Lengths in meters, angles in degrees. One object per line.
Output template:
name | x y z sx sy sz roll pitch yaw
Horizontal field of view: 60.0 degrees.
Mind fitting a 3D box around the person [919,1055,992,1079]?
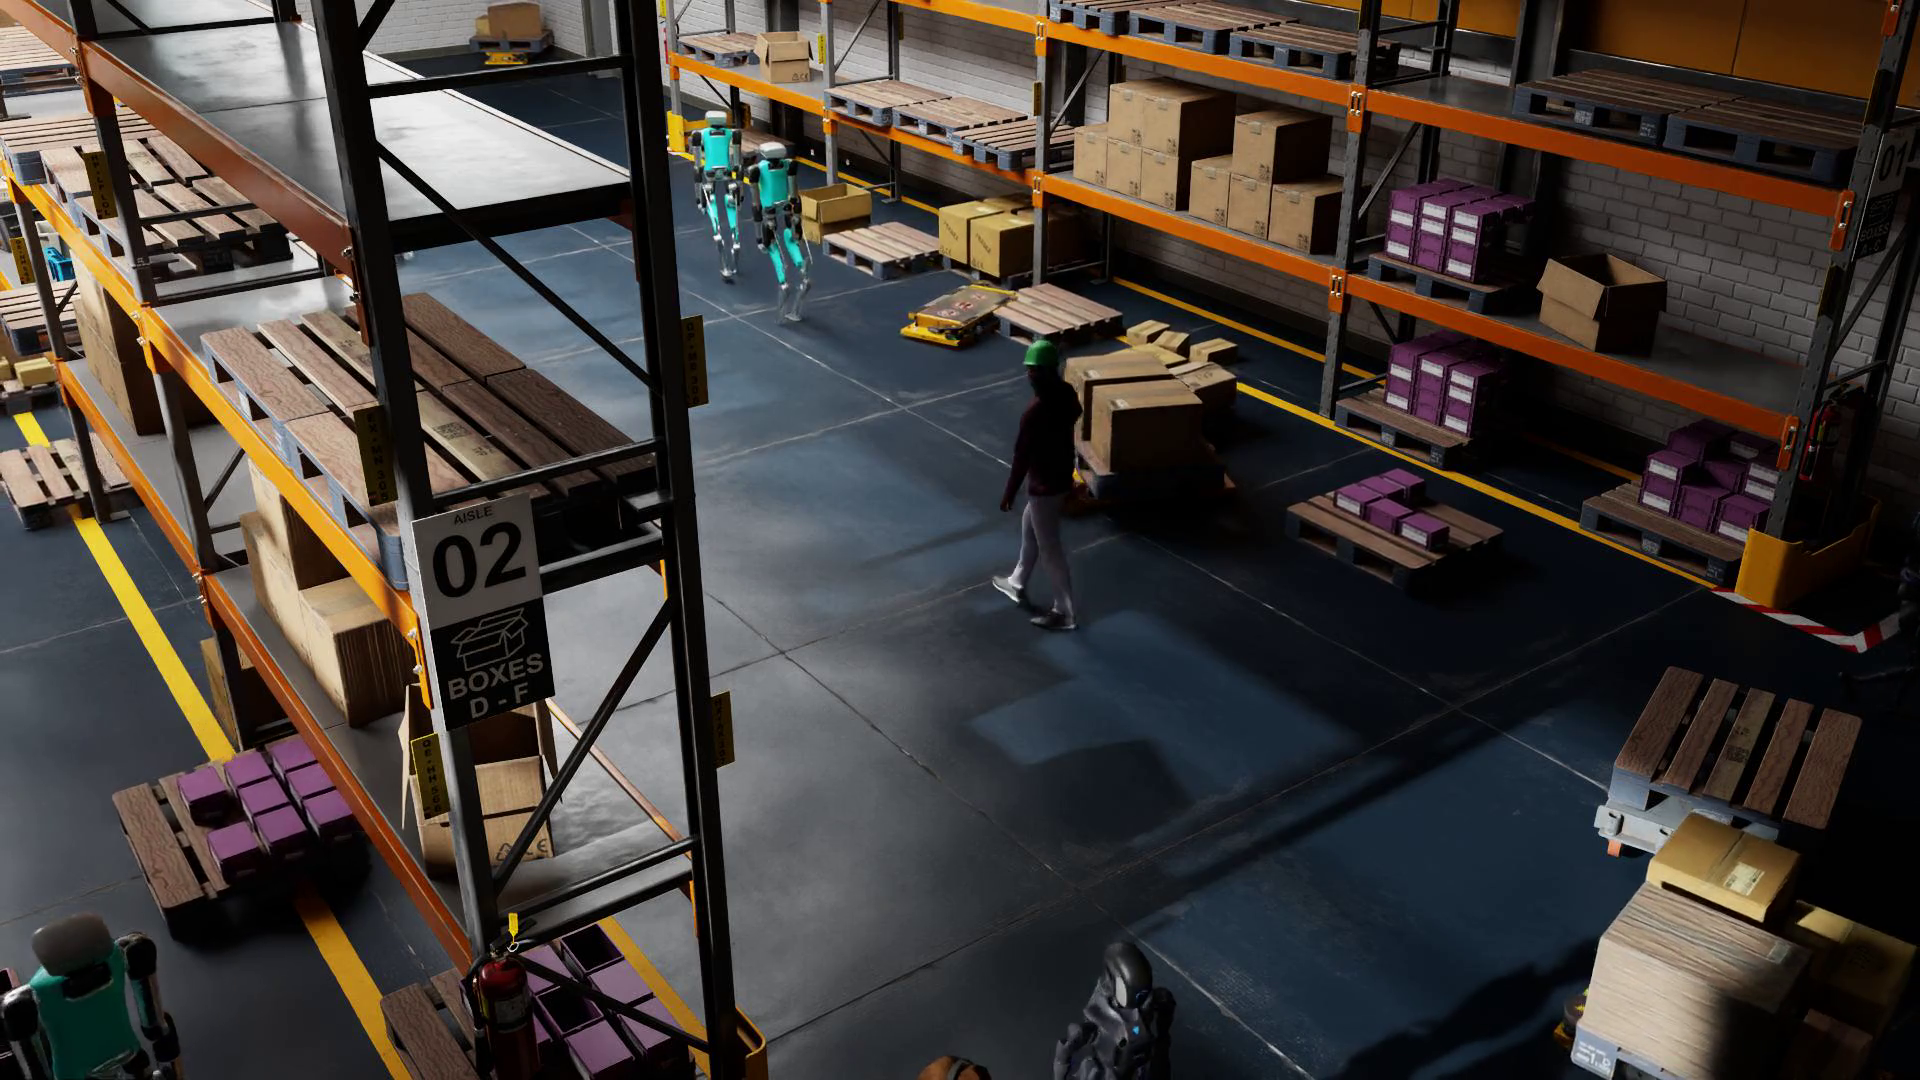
person | 0.000 2.408 5.451 0.429 1.842 0.625 13 30 25

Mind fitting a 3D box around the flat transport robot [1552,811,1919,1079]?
flat transport robot | 3.453 2.325 7.363 1.431 0.231 0.659 21 34 36

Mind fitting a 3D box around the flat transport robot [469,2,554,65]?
flat transport robot | -7.697 -8.416 28.728 0.659 0.231 1.431 0 27 1

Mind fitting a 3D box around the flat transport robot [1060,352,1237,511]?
flat transport robot | 1.371 -0.500 12.982 1.431 0.231 0.659 -6 27 -11

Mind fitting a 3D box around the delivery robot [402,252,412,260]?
delivery robot | -6.432 -3.362 18.371 0.798 0.608 0.499 19 33 33

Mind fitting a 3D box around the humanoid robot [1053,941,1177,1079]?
humanoid robot | 0.514 2.129 6.262 0.590 1.658 0.634 -16 31 -29

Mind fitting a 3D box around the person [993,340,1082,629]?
person | 0.496 -0.376 10.930 0.864 1.895 0.488 14 30 26

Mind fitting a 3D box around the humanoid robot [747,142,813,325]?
humanoid robot | -1.675 -2.901 16.181 0.542 1.847 0.659 -18 32 -31

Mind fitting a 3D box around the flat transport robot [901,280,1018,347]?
flat transport robot | 0.072 -2.244 16.451 0.659 0.231 1.431 15 30 28

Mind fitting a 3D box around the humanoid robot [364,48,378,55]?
humanoid robot | -7.533 -5.478 21.349 0.683 1.637 0.589 -15 30 -27

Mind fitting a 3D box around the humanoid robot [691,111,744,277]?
humanoid robot | -2.475 -3.519 17.393 0.544 1.801 0.826 -8 28 -15

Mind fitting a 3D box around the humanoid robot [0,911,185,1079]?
humanoid robot | -2.931 2.200 6.009 0.790 1.797 0.560 20 33 34

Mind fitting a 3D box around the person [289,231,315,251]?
person | -5.824 -2.166 14.683 0.595 1.719 0.363 -18 32 -32

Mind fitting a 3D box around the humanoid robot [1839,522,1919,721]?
humanoid robot | 5.619 0.316 9.802 0.461 1.645 0.601 15 30 27
